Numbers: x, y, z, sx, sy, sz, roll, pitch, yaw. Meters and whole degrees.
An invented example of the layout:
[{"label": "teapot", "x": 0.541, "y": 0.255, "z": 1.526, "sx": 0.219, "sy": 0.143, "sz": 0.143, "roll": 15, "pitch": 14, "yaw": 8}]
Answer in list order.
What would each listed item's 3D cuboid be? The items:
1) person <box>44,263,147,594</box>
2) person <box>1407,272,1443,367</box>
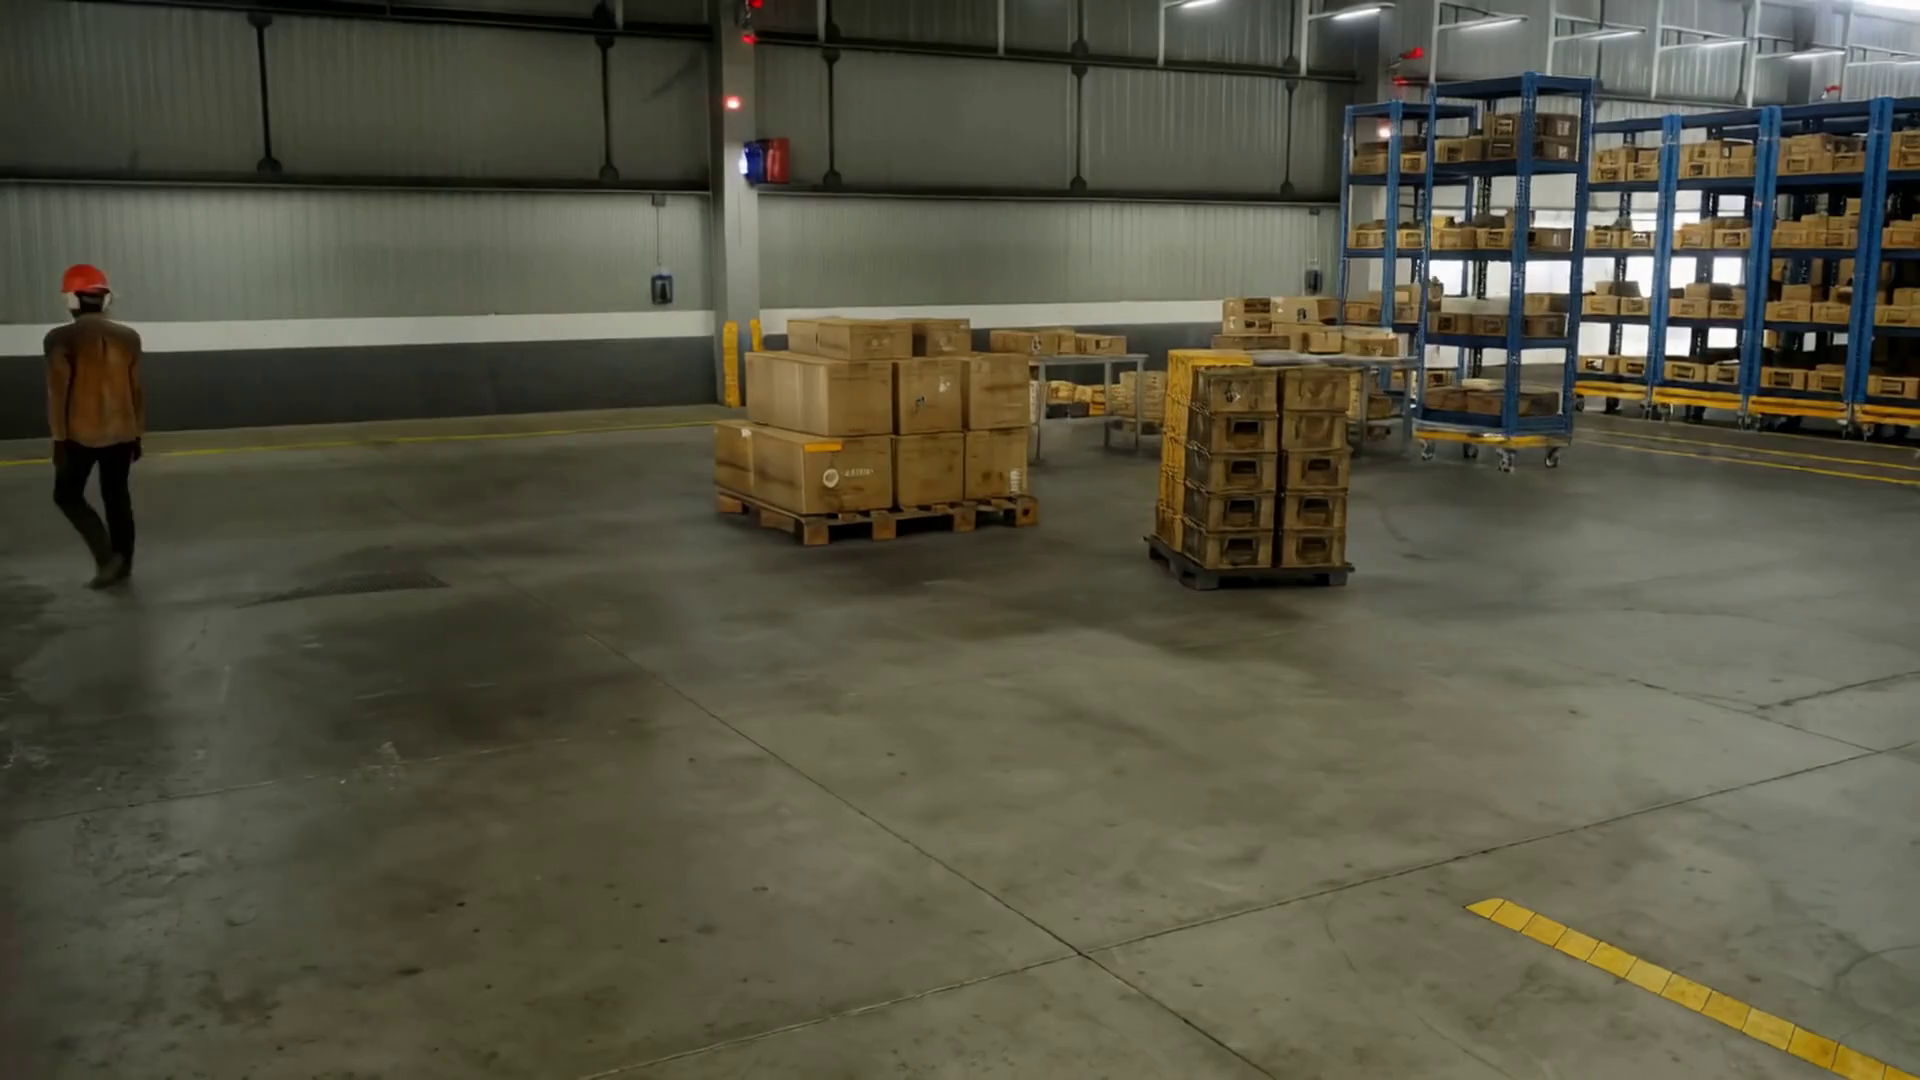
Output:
[{"label": "person", "x": -5.114, "y": -0.641, "z": 9.857, "sx": 0.440, "sy": 1.974, "sz": 0.643, "roll": 5, "pitch": 11, "yaw": 28}, {"label": "person", "x": 6.275, "y": -2.761, "z": 22.538, "sx": 0.641, "sy": 1.736, "sz": 0.574, "roll": -5, "pitch": 11, "yaw": -28}]
